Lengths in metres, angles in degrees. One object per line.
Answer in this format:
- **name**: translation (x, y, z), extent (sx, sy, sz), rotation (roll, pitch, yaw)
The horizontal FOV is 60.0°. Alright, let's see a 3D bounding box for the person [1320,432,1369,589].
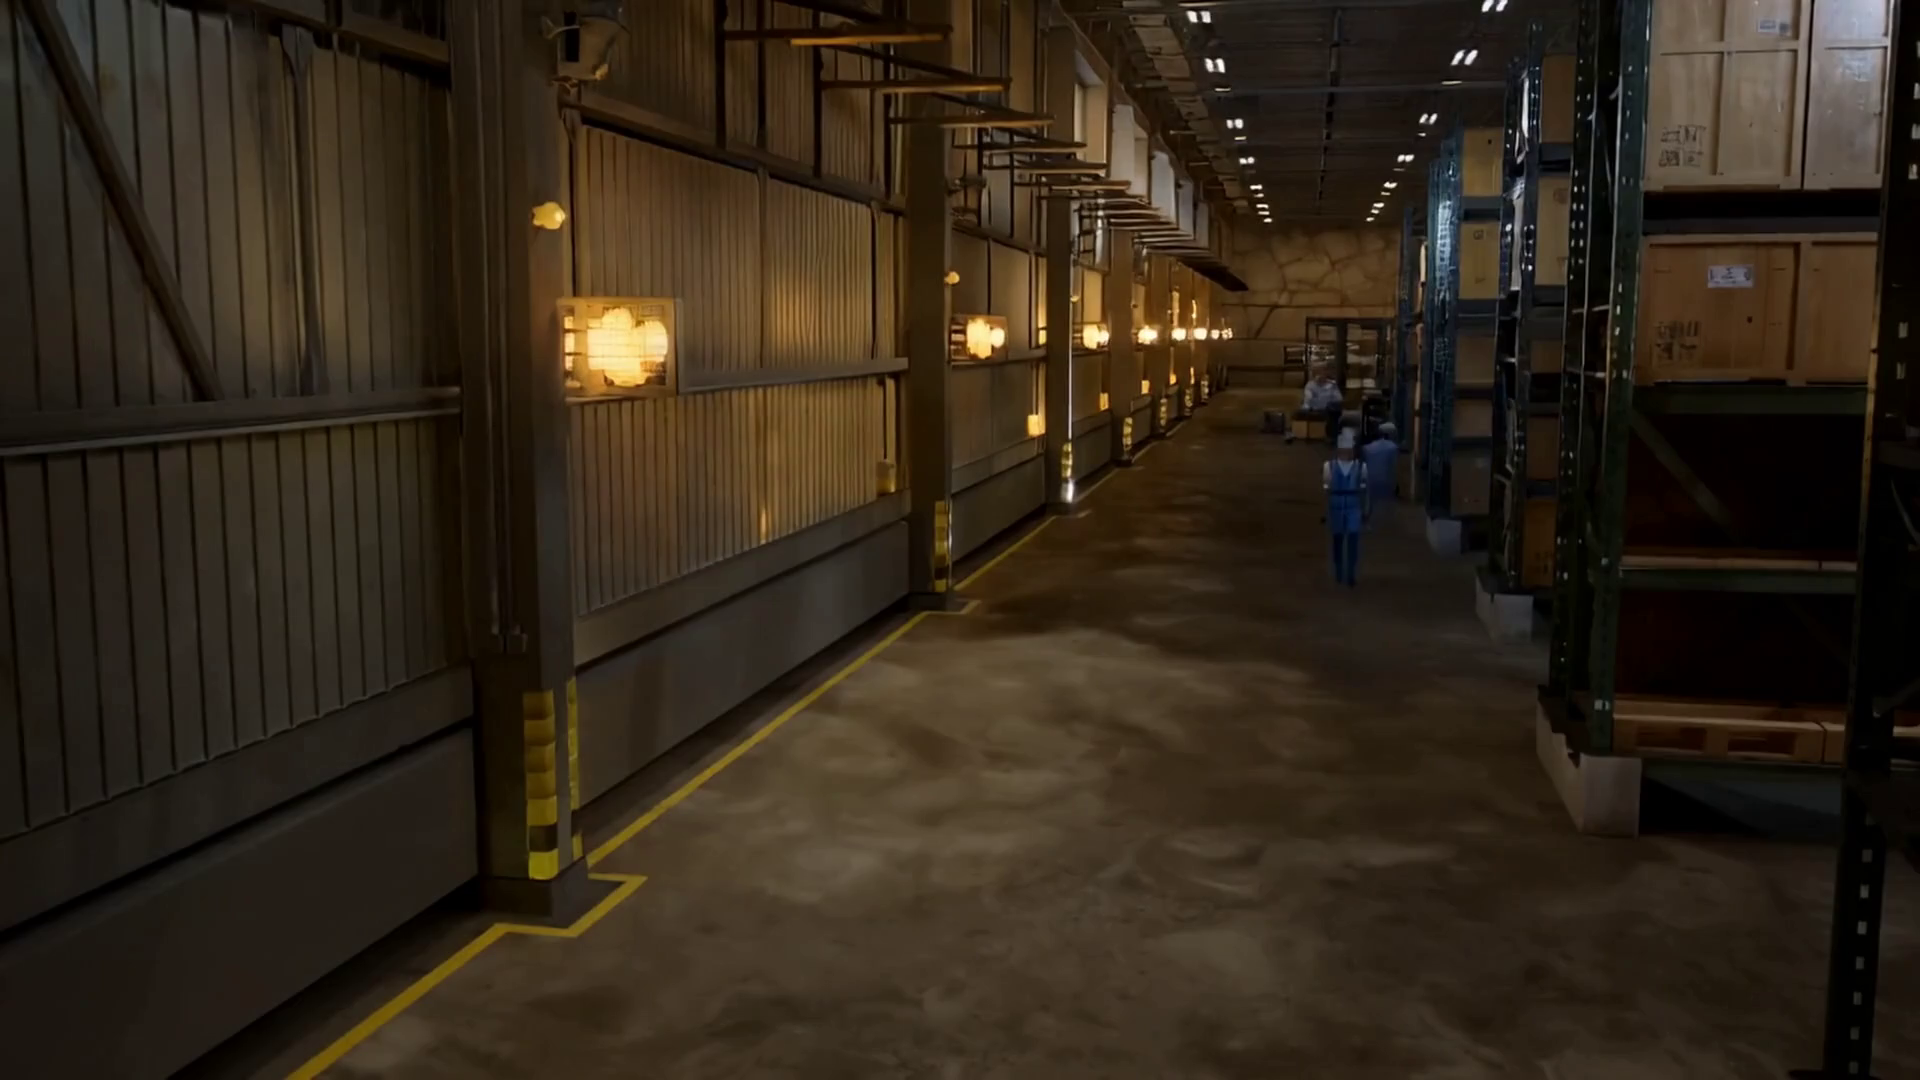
- **person**: translation (4.666, -0.356, 20.180), extent (0.579, 1.883, 0.992), rotation (1, 7, 11)

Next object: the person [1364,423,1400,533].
- **person**: translation (6.525, -0.954, 25.683), extent (0.678, 1.707, 0.678), rotation (-6, 9, -41)
